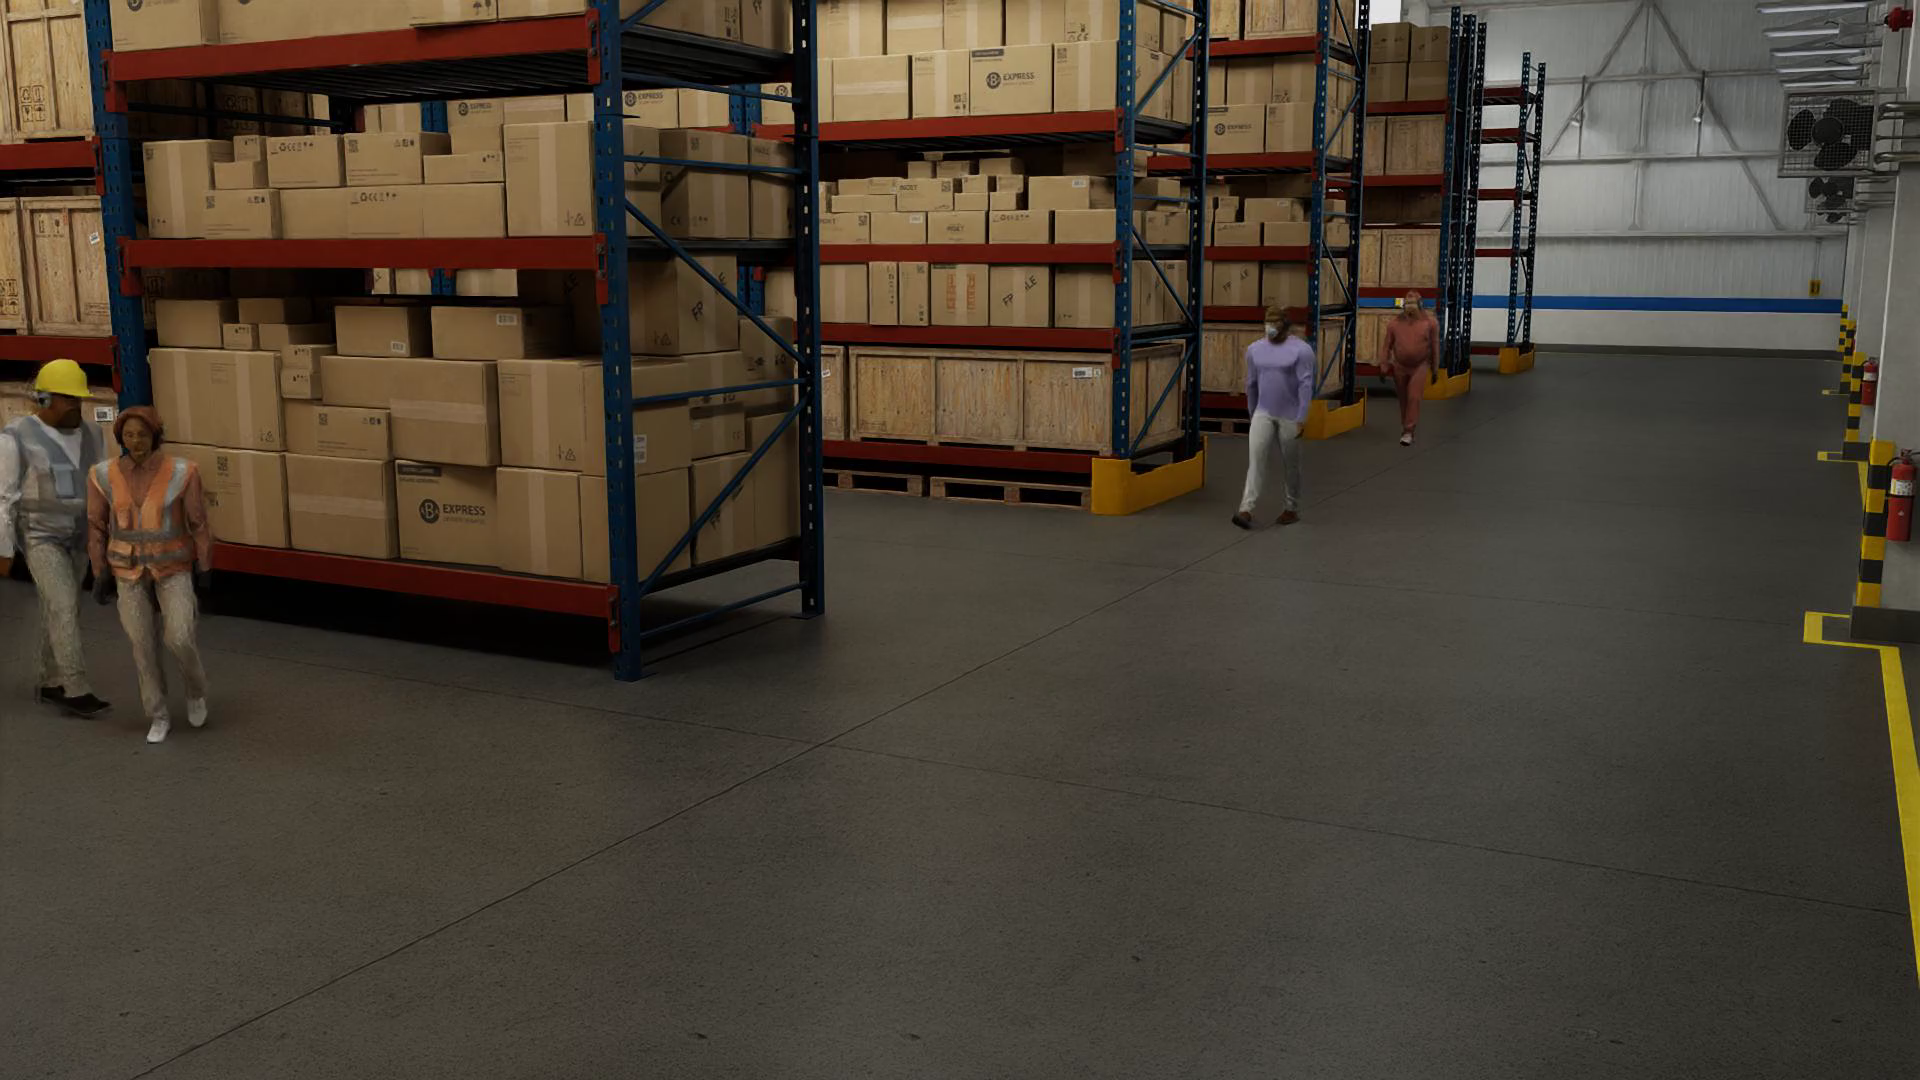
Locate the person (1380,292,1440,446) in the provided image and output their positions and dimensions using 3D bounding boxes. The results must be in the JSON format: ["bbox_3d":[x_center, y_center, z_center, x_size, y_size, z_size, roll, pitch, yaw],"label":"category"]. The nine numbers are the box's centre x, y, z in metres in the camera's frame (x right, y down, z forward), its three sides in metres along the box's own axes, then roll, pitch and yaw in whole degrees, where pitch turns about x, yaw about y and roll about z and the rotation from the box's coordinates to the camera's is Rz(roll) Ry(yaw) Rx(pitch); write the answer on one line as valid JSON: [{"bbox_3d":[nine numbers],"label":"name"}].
[{"bbox_3d":[5.499,-2.098,20.370,0.663,1.859,0.996,5,11,28],"label":"person"}]

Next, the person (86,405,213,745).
[{"bbox_3d":[-3.838,0.167,7.901,0.528,1.625,0.356,-2,10,-11],"label":"person"}]

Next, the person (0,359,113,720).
[{"bbox_3d":[-4.476,-0.007,8.404,0.747,1.798,0.593,3,10,19],"label":"person"}]

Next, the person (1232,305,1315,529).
[{"bbox_3d":[2.656,-1.026,14.038,0.645,1.886,0.991,6,11,31],"label":"person"}]
